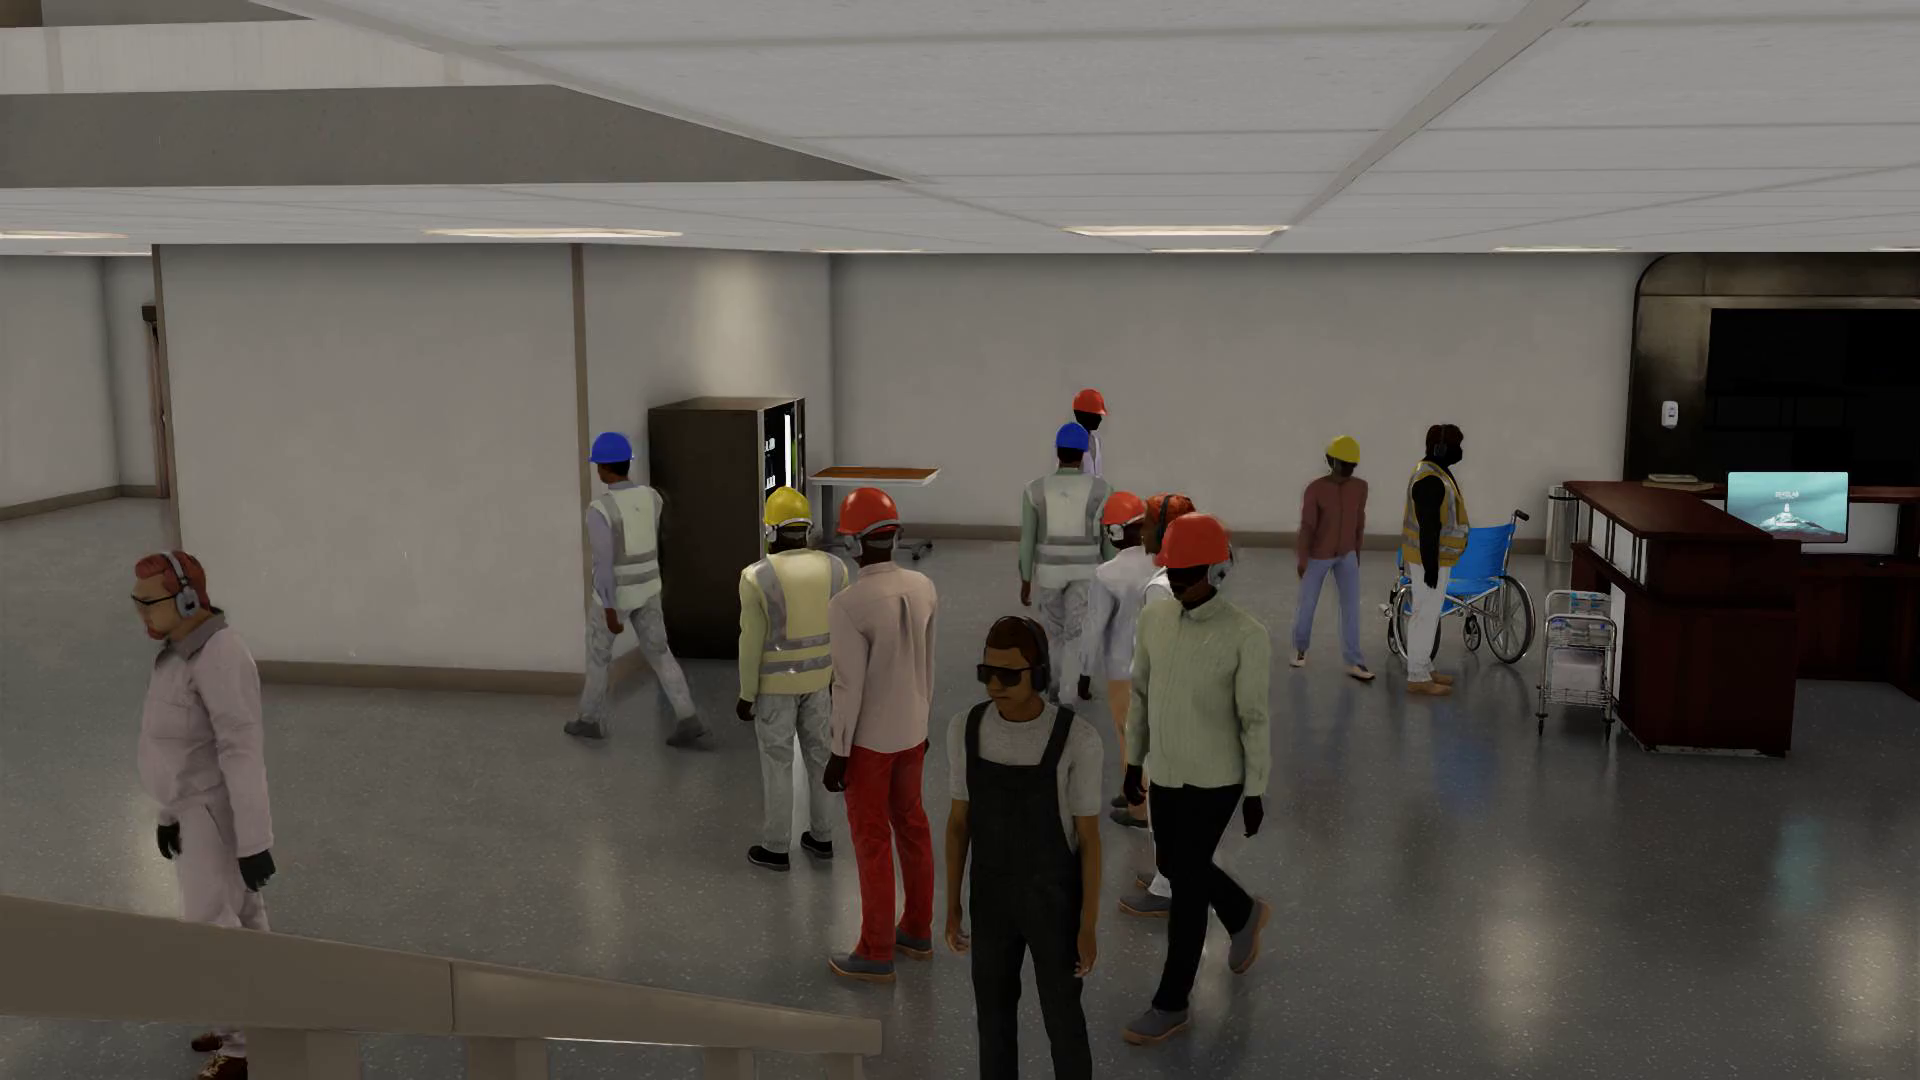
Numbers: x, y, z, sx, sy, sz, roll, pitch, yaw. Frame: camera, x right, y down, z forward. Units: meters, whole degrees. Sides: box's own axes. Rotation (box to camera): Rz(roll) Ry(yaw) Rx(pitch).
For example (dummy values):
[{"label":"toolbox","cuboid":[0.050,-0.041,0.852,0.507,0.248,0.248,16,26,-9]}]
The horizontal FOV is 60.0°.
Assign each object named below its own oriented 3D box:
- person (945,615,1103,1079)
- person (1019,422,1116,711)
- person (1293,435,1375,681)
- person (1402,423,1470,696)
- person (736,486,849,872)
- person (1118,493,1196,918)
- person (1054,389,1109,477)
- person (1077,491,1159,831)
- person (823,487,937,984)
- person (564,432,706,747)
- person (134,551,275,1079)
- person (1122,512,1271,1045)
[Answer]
[{"label":"person","cuboid":[0.187,1.122,5.064,0.508,1.839,0.357,5,10,26]},{"label":"person","cuboid":[0.685,0.206,10.560,0.601,1.894,1.034,2,9,12]},{"label":"person","cuboid":[2.617,0.105,11.717,0.537,1.713,0.804,-3,10,-15]},{"label":"person","cuboid":[3.203,0.129,11.212,0.430,1.835,0.619,4,10,23]},{"label":"person","cuboid":[-0.810,0.657,7.934,0.600,1.832,0.404,-7,12,-38]},{"label":"person","cuboid":[0.913,0.726,7.351,0.355,1.882,0.575,4,10,22]},{"label":"person","cuboid":[0.973,-0.225,13.085,0.390,1.929,0.545,8,12,39]},{"label":"person","cuboid":[0.823,0.608,8.514,0.601,1.730,0.550,-8,12,-41]},{"label":"person","cuboid":[-0.333,0.777,6.699,0.394,1.990,0.618,7,11,36]},{"label":"person","cuboid":[-1.958,0.304,9.939,1.001,1.911,0.598,7,11,36]},{"label":"person","cuboid":[-2.653,0.969,5.874,0.420,1.886,0.676,-6,11,-33]},{"label":"person","cuboid":[0.932,0.849,6.323,0.891,1.968,0.627,-8,12,-40]}]
